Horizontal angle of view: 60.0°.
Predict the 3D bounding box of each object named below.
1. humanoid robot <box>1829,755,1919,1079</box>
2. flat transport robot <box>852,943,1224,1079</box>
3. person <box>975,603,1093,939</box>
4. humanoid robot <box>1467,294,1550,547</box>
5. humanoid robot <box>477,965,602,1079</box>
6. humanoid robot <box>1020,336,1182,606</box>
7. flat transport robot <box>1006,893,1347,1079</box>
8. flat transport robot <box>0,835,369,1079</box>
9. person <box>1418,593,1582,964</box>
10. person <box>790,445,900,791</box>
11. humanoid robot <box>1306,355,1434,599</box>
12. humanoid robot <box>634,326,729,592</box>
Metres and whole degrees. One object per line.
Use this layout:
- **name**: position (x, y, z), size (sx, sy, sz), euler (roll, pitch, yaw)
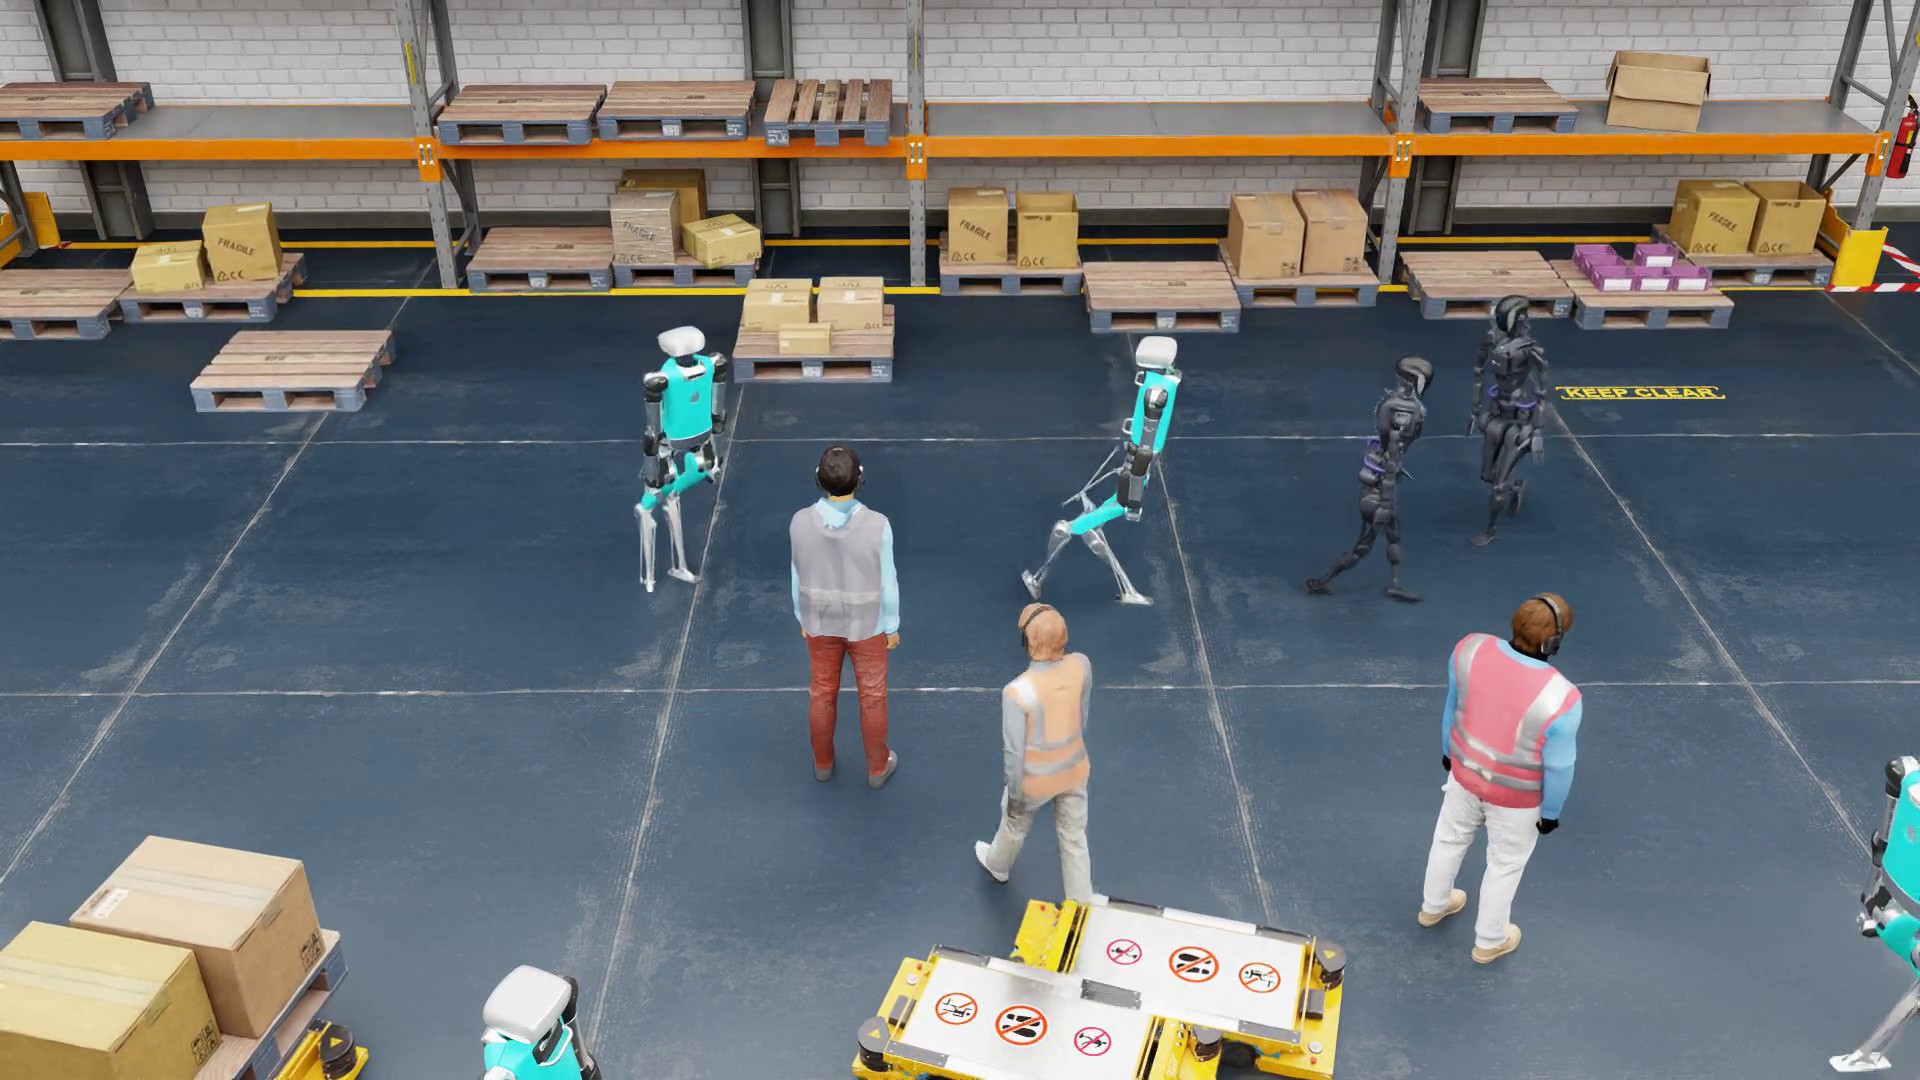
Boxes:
- **humanoid robot**: position (3.832, 1.508, 6.454), size (0.713, 1.758, 0.534), euler (-4, 31, -7)
- **flat transport robot**: position (0.335, 2.106, 6.906), size (1.431, 0.231, 0.659), euler (10, 32, 16)
- **person**: position (0.351, 1.006, 7.436), size (0.543, 1.593, 0.822), euler (-19, 36, -29)
- **humanoid robot**: position (3.473, -0.768, 10.345), size (0.599, 1.631, 0.618), euler (-19, 36, -28)
- **humanoid robot**: position (-1.093, 2.084, 5.386), size (0.735, 1.677, 0.533), euler (7, 32, 11)
- **humanoid robot**: position (0.752, -0.371, 9.622), size (0.963, 1.771, 0.551), euler (6, 32, 10)
- **flat transport robot**: position (0.924, 1.912, 7.228), size (1.431, 0.231, 0.659), euler (8, 32, 13)
- **flat transport robot**: position (-3.234, 2.183, 6.777), size (1.431, 0.231, 0.659), euler (7, 32, 11)
- **person**: position (2.345, 1.022, 7.195), size (0.431, 1.835, 0.631), euler (-22, 38, -32)
- **person**: position (-0.564, 0.412, 8.174), size (0.535, 1.872, 0.415), euler (6, 31, 9)
- **humanoid robot**: position (2.461, -0.360, 9.696), size (0.702, 1.640, 0.601), euler (9, 32, 15)
- **humanoid robot**: position (-1.723, -0.479, 9.806), size (0.555, 1.792, 0.787), euler (-23, 38, -33)
